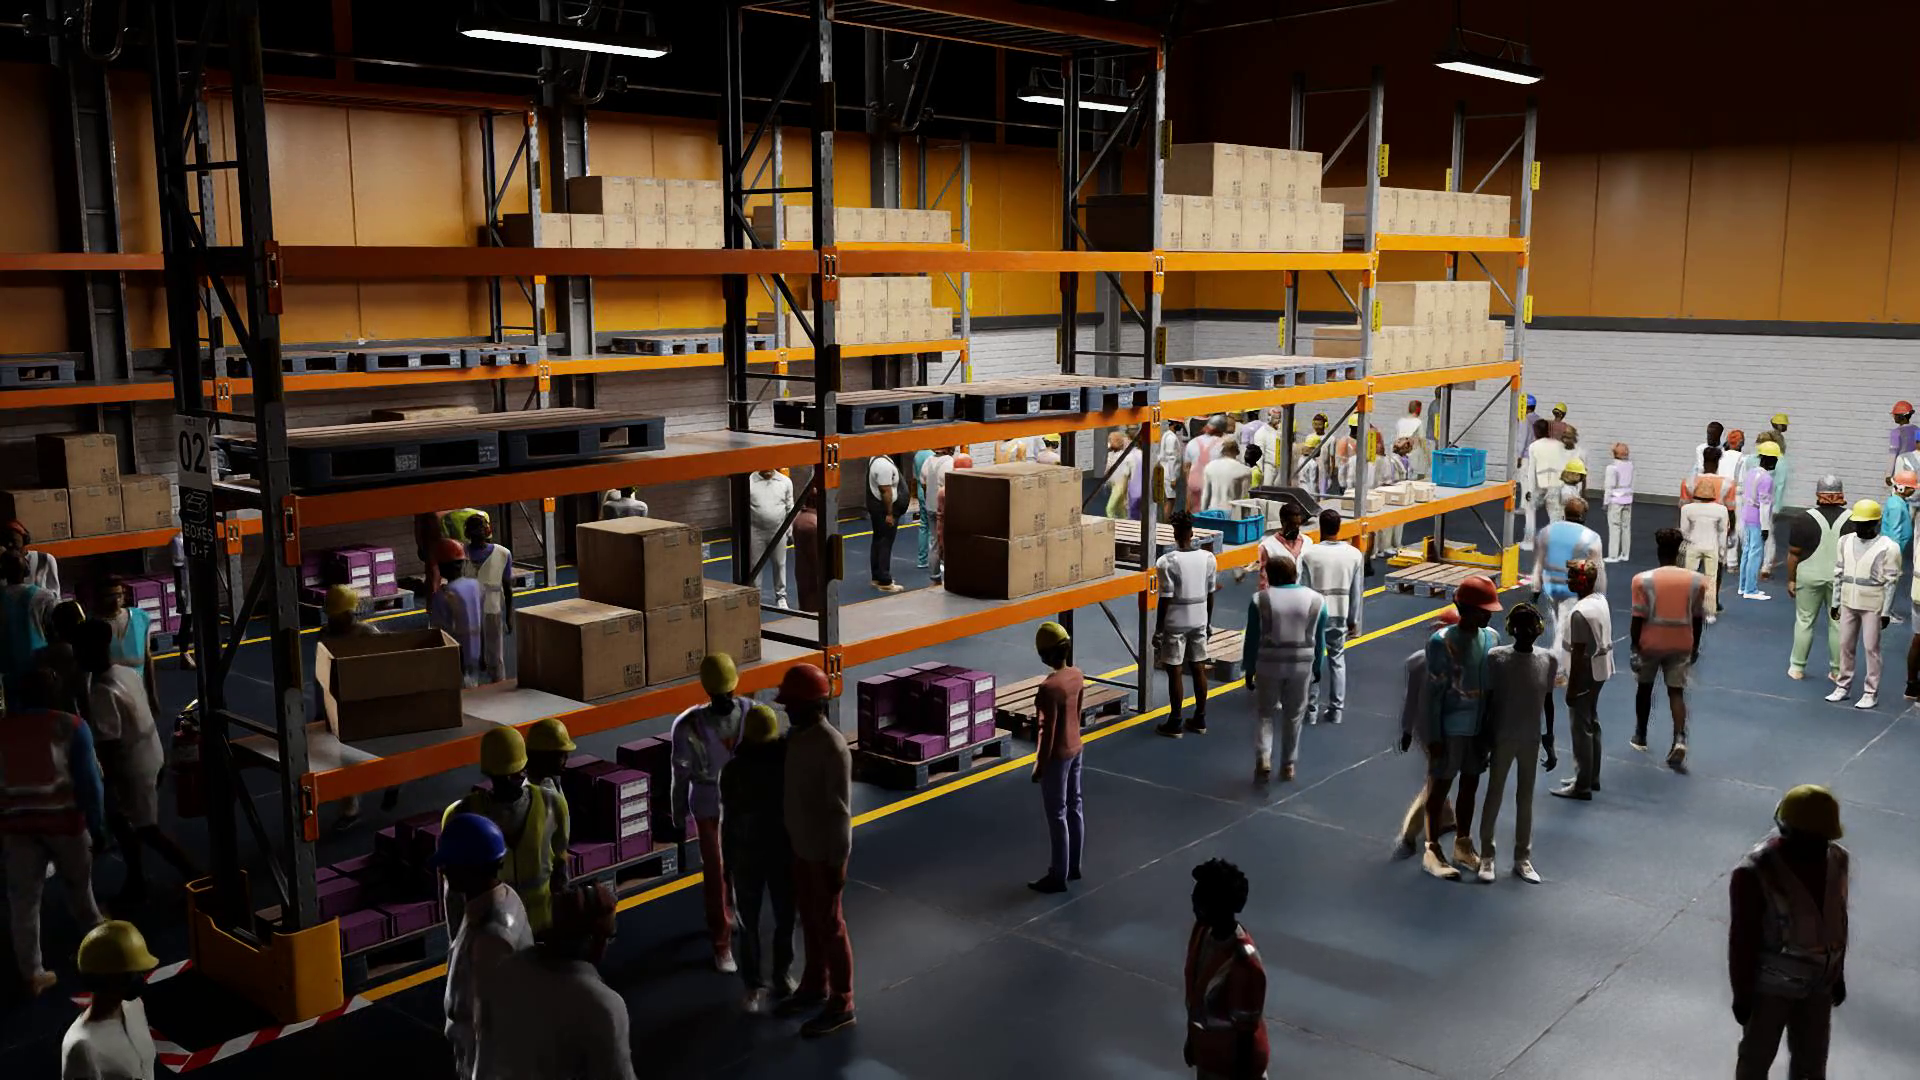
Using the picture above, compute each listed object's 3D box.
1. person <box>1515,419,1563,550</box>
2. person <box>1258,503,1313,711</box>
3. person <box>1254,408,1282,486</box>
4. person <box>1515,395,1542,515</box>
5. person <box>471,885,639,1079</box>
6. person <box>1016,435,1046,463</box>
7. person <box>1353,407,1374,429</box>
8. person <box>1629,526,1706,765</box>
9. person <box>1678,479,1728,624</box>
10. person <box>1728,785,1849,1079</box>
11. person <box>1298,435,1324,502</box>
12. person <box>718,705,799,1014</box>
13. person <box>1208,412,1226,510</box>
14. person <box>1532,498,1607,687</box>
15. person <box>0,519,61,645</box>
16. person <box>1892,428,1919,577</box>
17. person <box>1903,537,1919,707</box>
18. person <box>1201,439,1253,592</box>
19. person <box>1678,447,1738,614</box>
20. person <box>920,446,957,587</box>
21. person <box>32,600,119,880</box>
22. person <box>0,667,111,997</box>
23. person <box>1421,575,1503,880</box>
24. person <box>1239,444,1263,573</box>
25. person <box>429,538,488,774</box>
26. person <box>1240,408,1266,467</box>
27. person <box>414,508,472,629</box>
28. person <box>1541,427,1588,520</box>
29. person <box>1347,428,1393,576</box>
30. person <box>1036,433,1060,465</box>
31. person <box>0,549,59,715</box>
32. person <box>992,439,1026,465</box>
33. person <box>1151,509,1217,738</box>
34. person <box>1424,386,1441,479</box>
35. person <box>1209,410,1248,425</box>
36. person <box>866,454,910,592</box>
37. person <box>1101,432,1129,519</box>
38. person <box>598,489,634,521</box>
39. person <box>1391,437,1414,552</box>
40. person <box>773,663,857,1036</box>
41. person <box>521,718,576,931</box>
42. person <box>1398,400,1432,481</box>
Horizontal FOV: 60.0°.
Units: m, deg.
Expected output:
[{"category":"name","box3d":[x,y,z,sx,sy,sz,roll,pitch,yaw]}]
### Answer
[{"category":"person","box3d":[8.100,-0.753,23.254,0.650,1.874,0.847,-3,10,-20]},{"category":"person","box3d":[2.946,0.598,15.125,0.599,1.908,0.396,-6,11,-30]},{"category":"person","box3d":[4.695,-1.041,24.949,0.652,1.896,0.402,-7,12,-37]},{"category":"person","box3d":[9.155,-1.373,26.805,0.603,1.938,0.425,-9,13,-43]},{"category":"person","box3d":[-1.445,2.155,5.944,0.663,1.866,0.655,8,12,40]},{"category":"person","box3d":[0.992,-1.010,24.667,0.586,1.923,0.371,2,10,11]},{"category":"person","box3d":[6.038,-1.112,25.060,0.375,1.995,0.611,-1,10,-8]},{"category":"person","box3d":[5.753,0.849,13.540,0.605,1.937,0.865,1,10,8]},{"category":"person","box3d":[8.352,0.129,18.727,0.498,1.634,0.280,3,10,19]},{"category":"person","box3d":[3.680,1.945,7.374,0.615,1.818,0.438,-3,10,-18]},{"category":"person","box3d":[4.723,-0.552,22.512,0.362,1.734,0.489,-2,10,-11]},{"category":"person","box3d":[-1.051,1.714,9.000,0.506,1.728,0.381,-2,10,-10]},{"category":"person","box3d":[4.247,-1.332,27.261,0.316,1.696,0.540,9,13,43]},{"category":"person","box3d":[5.943,0.489,16.039,0.864,1.807,0.661,-7,12,-38]},{"category":"person","box3d":[-8.050,0.748,14.324,0.584,1.878,0.364,-3,10,-16]},{"category":"person","box3d":[12.357,-0.489,21.479,0.604,1.949,0.384,1,10,5]},{"category":"person","box3d":[8.928,0.555,15.221,0.389,1.957,0.607,2,10,13]},{"category":"person","box3d":[3.339,-0.312,20.660,0.657,1.876,1.001,7,12,37]},{"category":"person","box3d":[8.633,-0.105,19.210,0.640,1.949,0.413,6,11,32]},{"category":"person","box3d":[-0.139,-0.366,20.469,0.537,2.000,0.682,-9,13,-42]},{"category":"person","box3d":[-5.983,1.304,11.185,0.549,1.804,0.993,2,10,12]},{"category":"person","box3d":[-5.187,1.607,9.481,0.645,1.772,0.993,-2,10,-12]},{"category":"person","box3d":[3.337,1.230,10.973,0.607,2.035,0.407,-5,11,-27]},{"category":"person","box3d":[3.820,-0.421,21.818,0.318,1.700,0.535,0,10,-1]},{"category":"person","box3d":[-3.971,0.922,13.245,0.953,1.895,0.556,4,10,22]},{"category":"person","box3d":[4.566,-1.217,25.933,0.592,1.917,0.402,-8,12,-38]},{"category":"person","box3d":[-5.696,0.049,18.409,0.640,1.905,0.410,-5,11,-26]},{"category":"person","box3d":[8.345,-0.650,22.930,0.520,1.820,0.850,8,12,38]},{"category":"person","box3d":[5.371,-0.502,21.681,0.566,1.911,0.758,7,12,35]},{"category":"person","box3d":[1.255,-0.653,23.003,0.312,1.768,0.522,-7,12,-36]},{"category":"person","box3d":[-7.329,0.984,13.036,0.507,1.842,0.352,-4,10,-23]},{"category":"person","box3d":[0.672,-0.800,23.392,0.587,1.930,0.355,9,13,43]},{"category":"person","box3d":[1.908,0.715,14.257,0.612,1.957,0.377,-5,11,-29]},{"category":"person","box3d":[8.294,-1.732,28.980,0.371,1.932,0.628,2,10,13]},{"category":"person","box3d":[4.664,-1.740,28.674,0.682,2.000,0.535,5,11,25]},{"category":"person","box3d":[-0.886,-0.387,20.593,0.535,2.000,0.686,-2,10,-14]},{"category":"person","box3d":[2.173,-0.743,23.978,0.677,1.605,0.536,-3,10,-18]},{"category":"person","box3d":[-3.906,-0.014,19.008,0.432,1.836,0.619,-1,10,-5]},{"category":"person","box3d":[6.184,-0.639,23.323,0.320,1.631,0.523,1,10,5]},{"category":"person","box3d":[-0.782,1.617,8.812,0.410,1.984,0.618,-5,11,-29]},{"category":"person","box3d":[-2.128,1.768,8.645,0.316,1.735,0.480,-1,10,-5]},{"category":"person","box3d":[7.346,-1.344,26.928,0.512,1.832,0.589,-3,10,-20]}]
